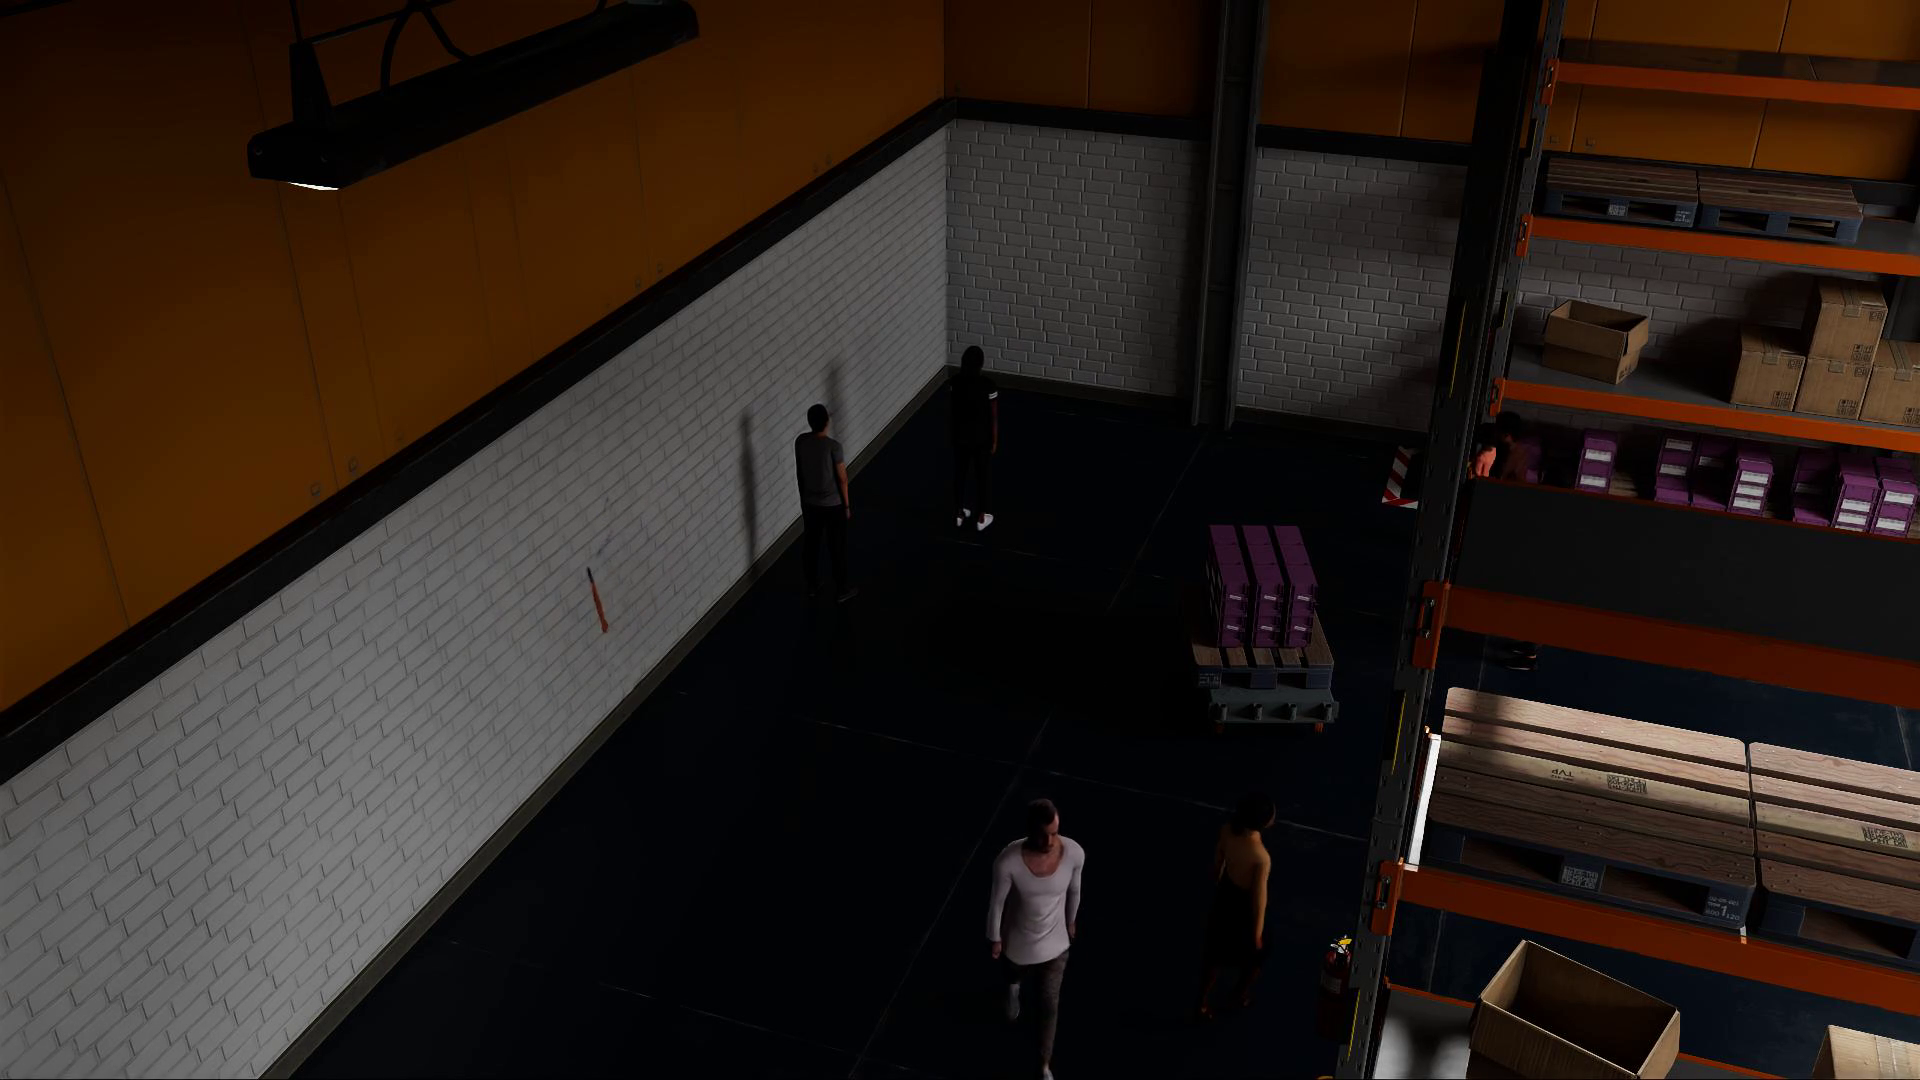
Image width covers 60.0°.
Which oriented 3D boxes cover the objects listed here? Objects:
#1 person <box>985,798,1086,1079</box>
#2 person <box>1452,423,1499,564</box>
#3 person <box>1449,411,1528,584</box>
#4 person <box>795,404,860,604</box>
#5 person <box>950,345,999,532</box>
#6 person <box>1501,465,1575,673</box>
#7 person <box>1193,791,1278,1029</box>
[{"bbox_3d":[0.388,2.116,9.168,1.238,1.795,1.131,-3,29,-6],"label":"person"},{"bbox_3d":[4.472,-0.395,14.281,0.558,1.308,0.587,-25,37,-38],"label":"person"},{"bbox_3d":[4.486,-0.187,13.444,1.003,1.743,0.785,17,33,28],"label":"person"},{"bbox_3d":[-1.123,-0.313,13.664,0.497,1.753,0.677,12,31,21],"label":"person"},{"bbox_3d":[0.106,-0.918,14.799,0.484,1.729,0.645,9,30,17],"label":"person"},{"bbox_3d":[4.461,0.204,12.748,0.545,1.722,0.638,12,31,21],"label":"person"},{"bbox_3d":[1.506,2.124,9.318,0.903,1.637,0.823,-20,34,-31],"label":"person"}]
